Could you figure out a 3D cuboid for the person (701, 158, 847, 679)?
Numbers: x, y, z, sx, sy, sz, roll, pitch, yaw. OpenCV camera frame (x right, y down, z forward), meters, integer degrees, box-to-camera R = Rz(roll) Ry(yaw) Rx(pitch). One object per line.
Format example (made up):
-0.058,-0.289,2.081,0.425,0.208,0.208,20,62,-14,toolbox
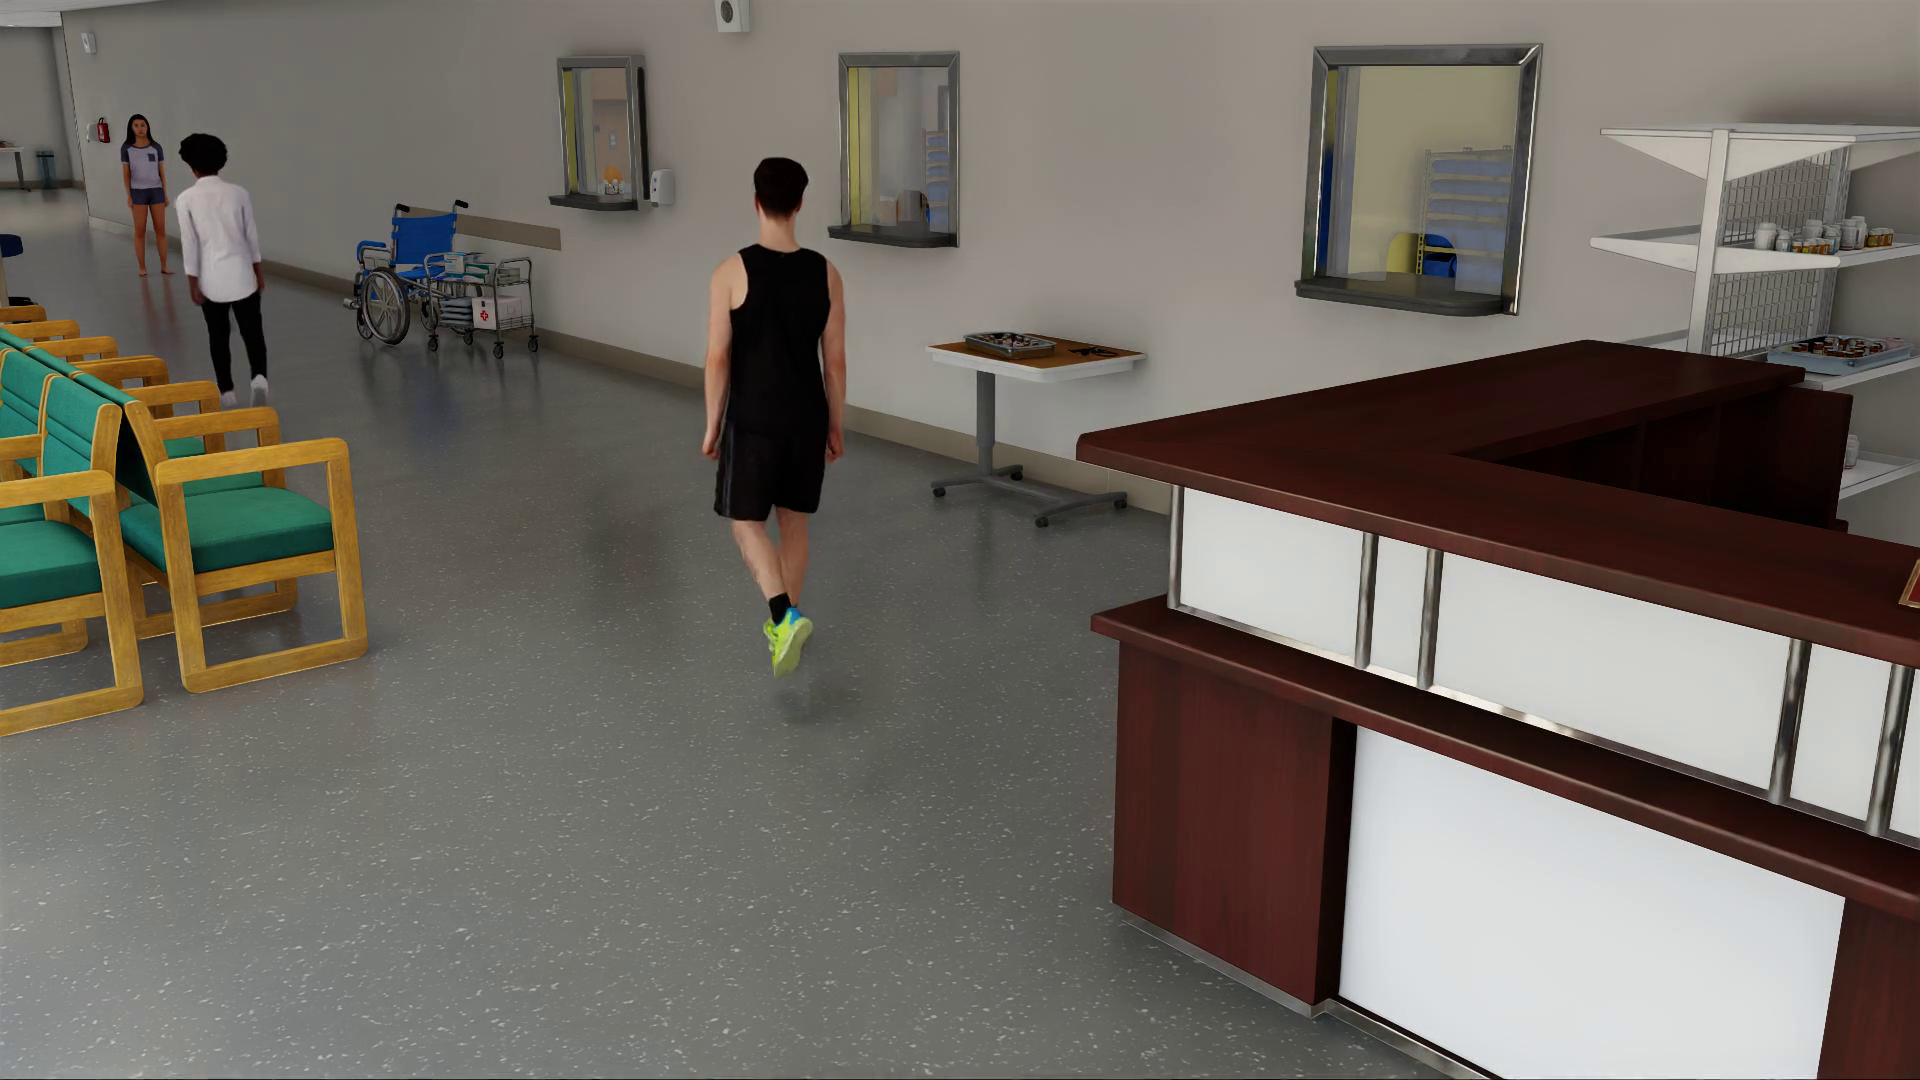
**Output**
-0.661,-0.409,6.018,1.059,1.875,0.955,-6,17,-20,person

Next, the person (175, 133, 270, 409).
-4.736,-1.708,10.794,1.048,1.785,0.847,-9,18,-28,person

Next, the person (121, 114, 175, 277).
-8.940,-3.793,18.284,0.463,1.733,0.652,-11,19,-34,person
